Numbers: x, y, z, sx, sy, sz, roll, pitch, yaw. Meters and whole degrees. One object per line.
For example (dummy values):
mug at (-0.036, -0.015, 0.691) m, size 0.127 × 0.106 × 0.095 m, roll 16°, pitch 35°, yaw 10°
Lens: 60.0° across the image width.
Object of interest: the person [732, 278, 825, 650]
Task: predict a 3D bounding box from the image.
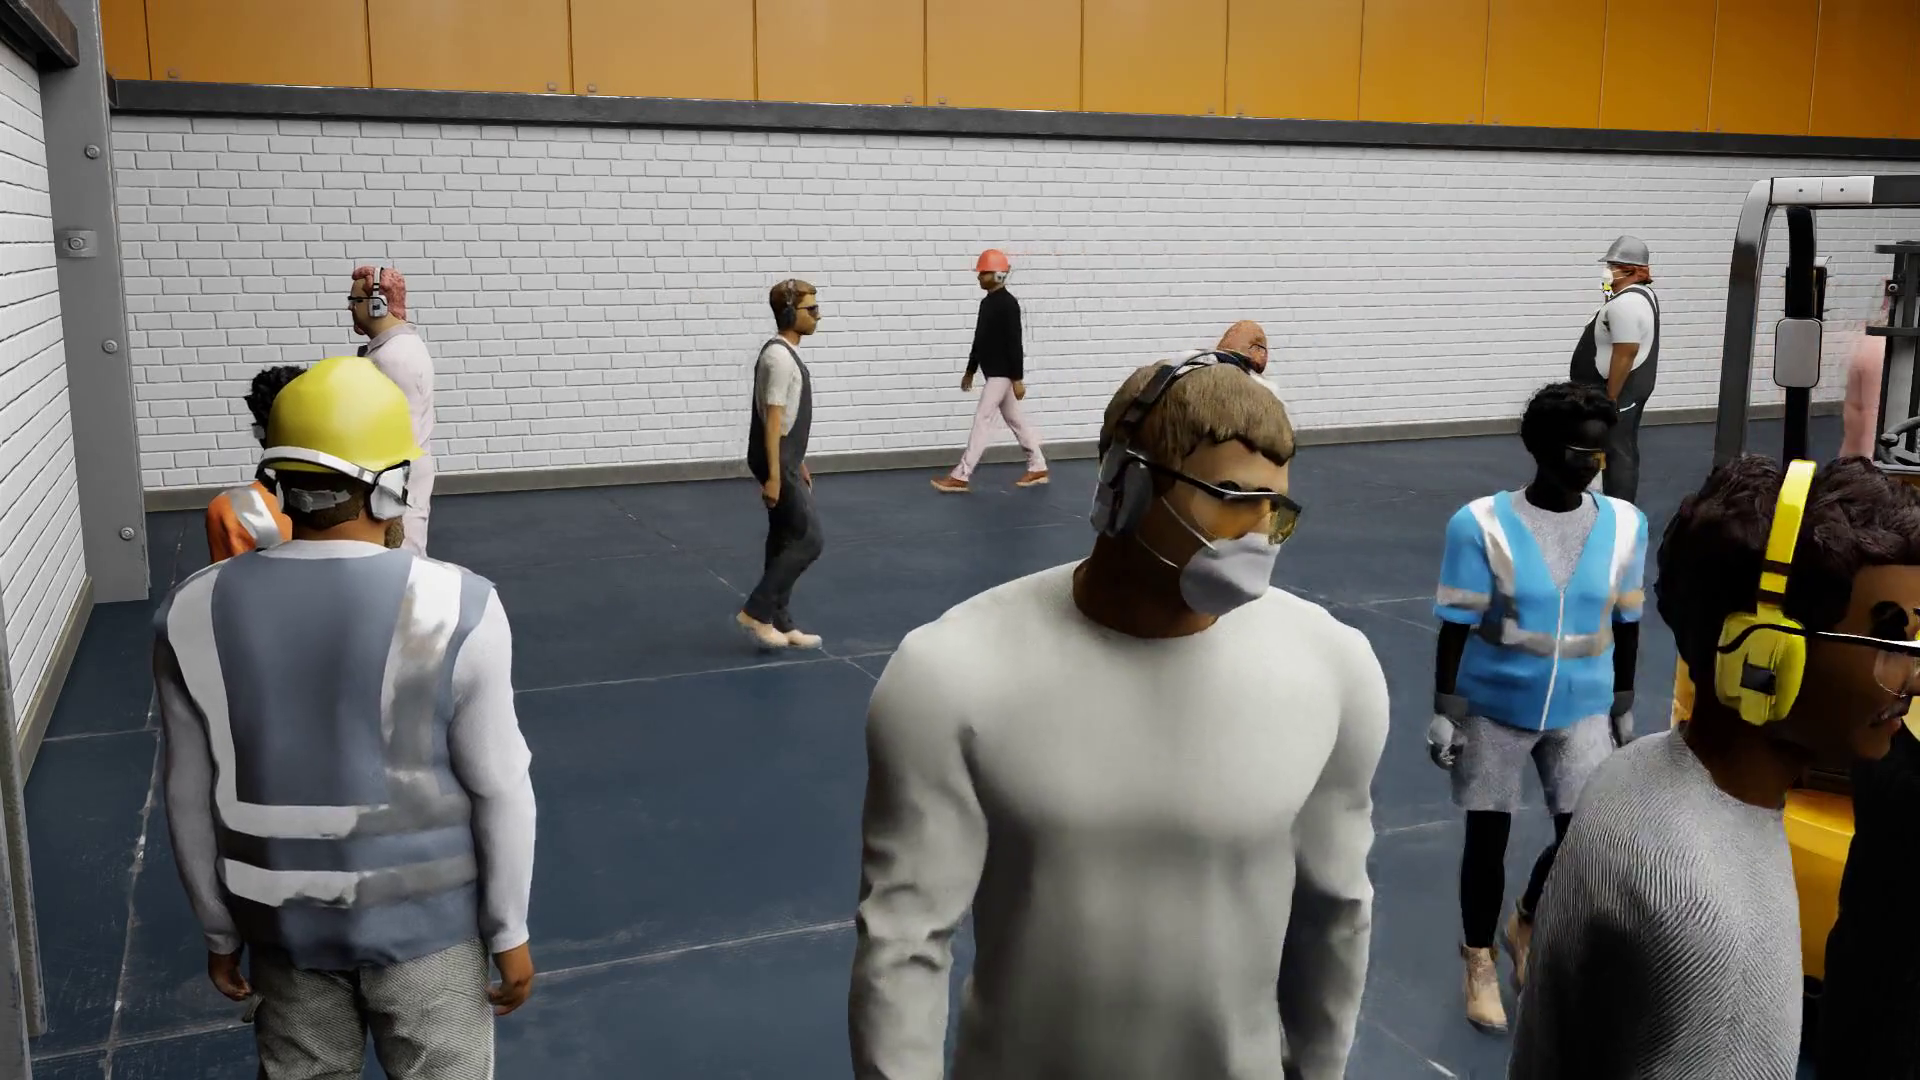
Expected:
person at (-0.837, -0.345, 8.070) m, size 0.385 × 1.832 × 0.508 m, roll -1°, pitch 10°, yaw -8°

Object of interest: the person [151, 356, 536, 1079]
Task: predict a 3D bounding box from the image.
person at (-0.996, 0.613, 2.796) m, size 0.592 × 1.832 × 0.404 m, roll 1°, pitch 10°, yaw 3°

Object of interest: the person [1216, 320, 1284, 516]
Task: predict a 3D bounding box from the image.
person at (1.364, -0.256, 8.134) m, size 0.499 × 1.633 × 0.281 m, roll 10°, pitch 14°, yaw 42°

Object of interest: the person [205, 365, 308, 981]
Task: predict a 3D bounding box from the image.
person at (-1.743, 0.378, 4.496) m, size 0.321 × 1.691 × 0.529 m, roll 8°, pitch 13°, yaw 38°

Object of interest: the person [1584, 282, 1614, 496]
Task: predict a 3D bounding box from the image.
person at (4.731, -1.066, 12.083) m, size 0.403 × 1.826 × 0.589 m, roll 9°, pitch 13°, yaw 40°

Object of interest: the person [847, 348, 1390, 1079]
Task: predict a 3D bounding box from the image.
person at (0.192, 0.727, 1.993) m, size 0.612 × 1.895 × 0.723 m, roll 2°, pitch 10°, yaw 10°

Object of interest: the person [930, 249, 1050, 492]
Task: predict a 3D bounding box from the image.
person at (0.287, -1.360, 13.406) m, size 1.049 × 1.943 × 0.626 m, roll -3°, pitch 11°, yaw -15°

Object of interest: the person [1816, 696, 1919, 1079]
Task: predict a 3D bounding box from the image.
person at (1.341, 0.737, 2.089) m, size 0.625 × 1.845 × 0.429 m, roll -1°, pitch 10°, yaw -6°

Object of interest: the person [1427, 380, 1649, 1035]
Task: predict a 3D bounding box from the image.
person at (1.446, 0.431, 4.209) m, size 0.570 × 1.680 × 0.373 m, roll 1°, pitch 10°, yaw 3°

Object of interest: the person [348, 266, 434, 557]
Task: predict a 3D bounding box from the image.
person at (-2.440, -0.208, 7.119) m, size 0.409 × 1.906 × 0.652 m, roll -3°, pitch 11°, yaw -16°

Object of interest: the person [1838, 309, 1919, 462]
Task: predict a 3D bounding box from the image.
person at (4.122, -0.278, 7.603) m, size 0.647 × 1.869 × 0.707 m, roll 7°, pitch 12°, yaw 32°

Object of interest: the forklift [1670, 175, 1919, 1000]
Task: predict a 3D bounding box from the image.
forklift at (2.810, 0.094, 4.662) m, size 1.214 × 2.155 × 2.313 m, roll 7°, pitch 12°, yaw 34°

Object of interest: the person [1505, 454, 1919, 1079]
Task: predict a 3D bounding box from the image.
person at (0.591, 0.807, 1.720) m, size 0.785 × 1.842 × 0.527 m, roll 6°, pitch 12°, yaw 29°

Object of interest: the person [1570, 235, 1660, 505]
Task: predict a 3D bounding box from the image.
person at (4.375, -1.011, 11.171) m, size 0.539 × 2.000 × 0.689 m, roll 6°, pitch 12°, yaw 31°
